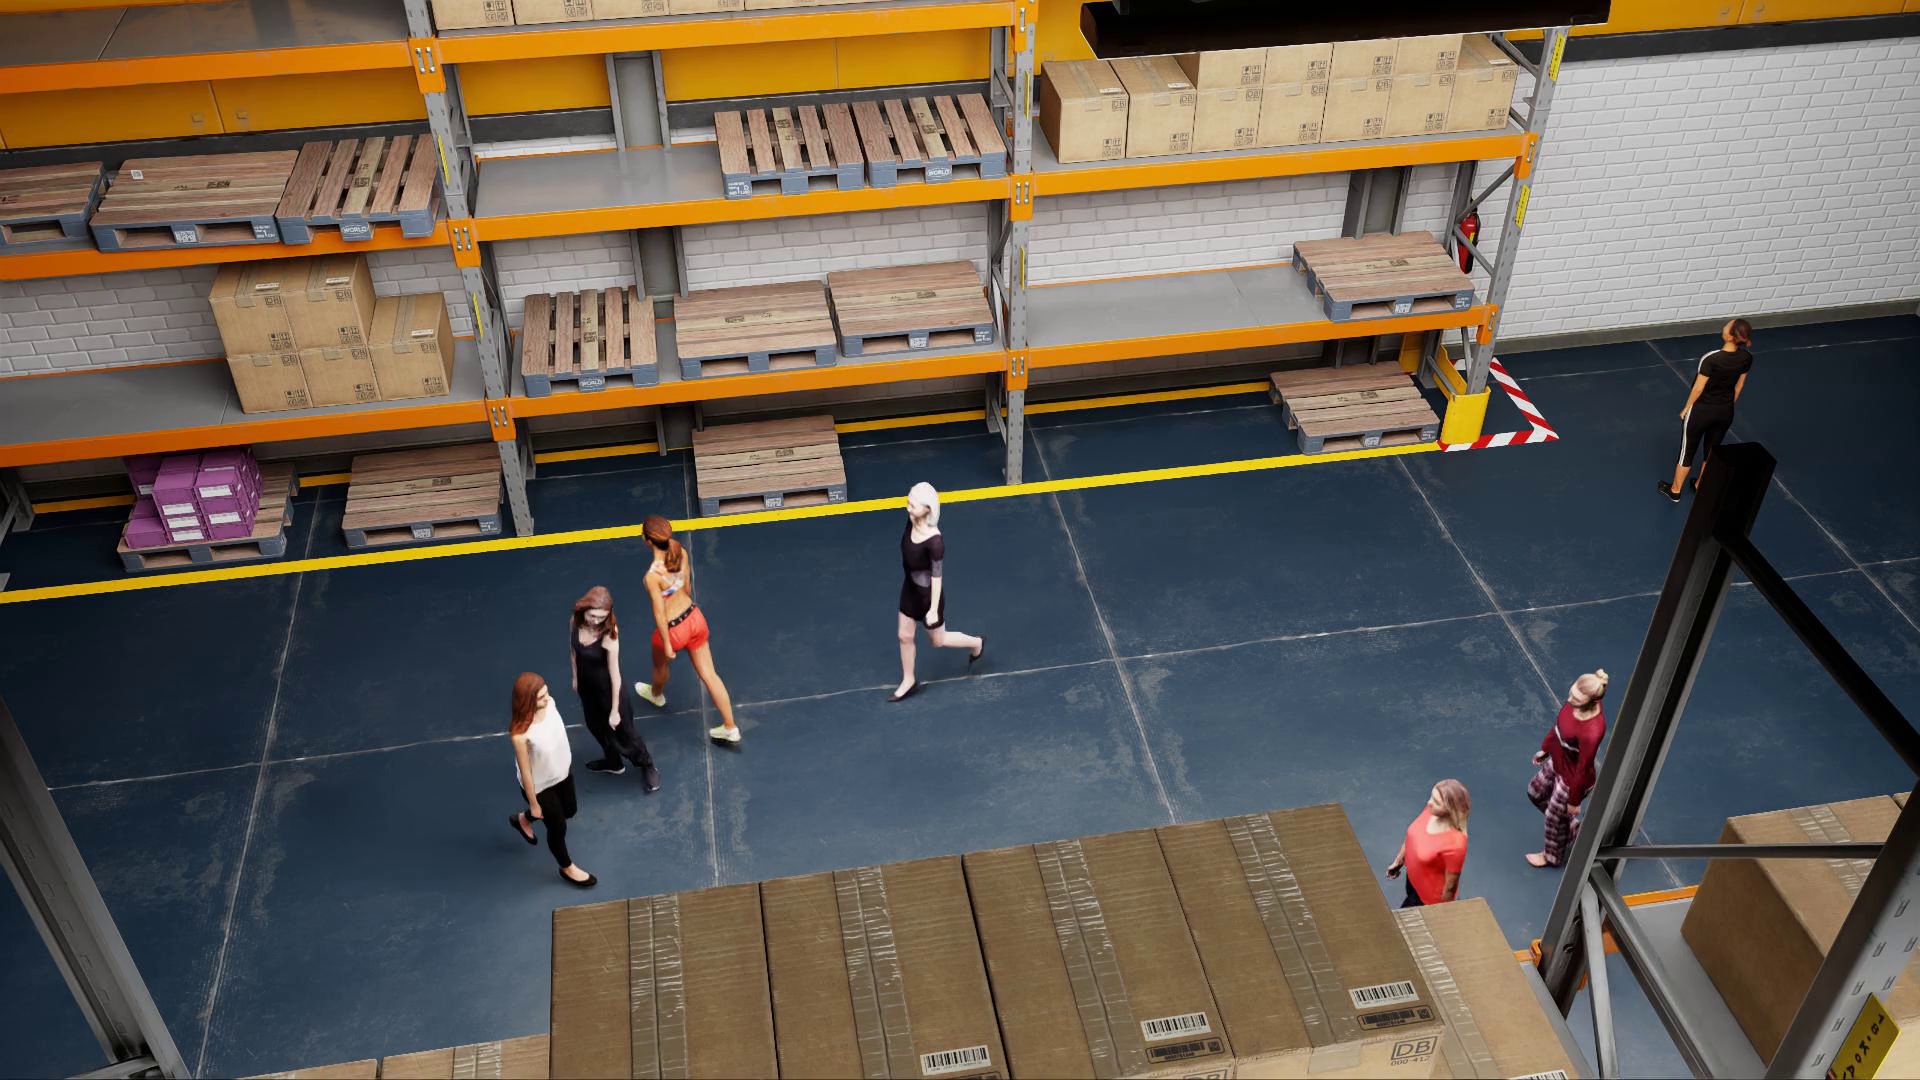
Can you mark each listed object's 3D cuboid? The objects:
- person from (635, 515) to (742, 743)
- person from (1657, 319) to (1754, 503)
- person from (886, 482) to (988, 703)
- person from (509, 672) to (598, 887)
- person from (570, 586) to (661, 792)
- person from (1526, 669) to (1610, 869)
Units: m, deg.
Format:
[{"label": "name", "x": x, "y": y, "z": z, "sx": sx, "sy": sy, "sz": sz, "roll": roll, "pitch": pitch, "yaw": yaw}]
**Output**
[{"label": "person", "x": -1.794, "y": 0.643, "z": 11.086, "sx": 1.176, "sy": 1.735, "sz": 1.126, "roll": 23, "pitch": 44, "yaw": 26}, {"label": "person", "x": 5.981, "y": -1.036, "z": 13.243, "sx": 0.470, "sy": 1.667, "sz": 0.644, "roll": -4, "pitch": 39, "yaw": -6}, {"label": "person", "x": -0.159, "y": 0.355, "z": 11.387, "sx": 1.115, "sy": 1.810, "sz": 0.871, "roll": -23, "pitch": 44, "yaw": -26}, {"label": "person", "x": -2.589, "y": 1.434, "z": 10.120, "sx": 0.985, "sy": 1.705, "sz": 0.862, "roll": 16, "pitch": 41, "yaw": 19}, {"label": "person", "x": -2.326, "y": 0.915, "z": 10.757, "sx": 0.834, "sy": 1.721, "sz": 0.797, "roll": -25, "pitch": 45, "yaw": -28}, {"label": "person", "x": 3.802, "y": 1.405, "z": 10.169, "sx": 0.751, "sy": 1.689, "sz": 0.727, "roll": 4, "pitch": 39, "yaw": 5}]
